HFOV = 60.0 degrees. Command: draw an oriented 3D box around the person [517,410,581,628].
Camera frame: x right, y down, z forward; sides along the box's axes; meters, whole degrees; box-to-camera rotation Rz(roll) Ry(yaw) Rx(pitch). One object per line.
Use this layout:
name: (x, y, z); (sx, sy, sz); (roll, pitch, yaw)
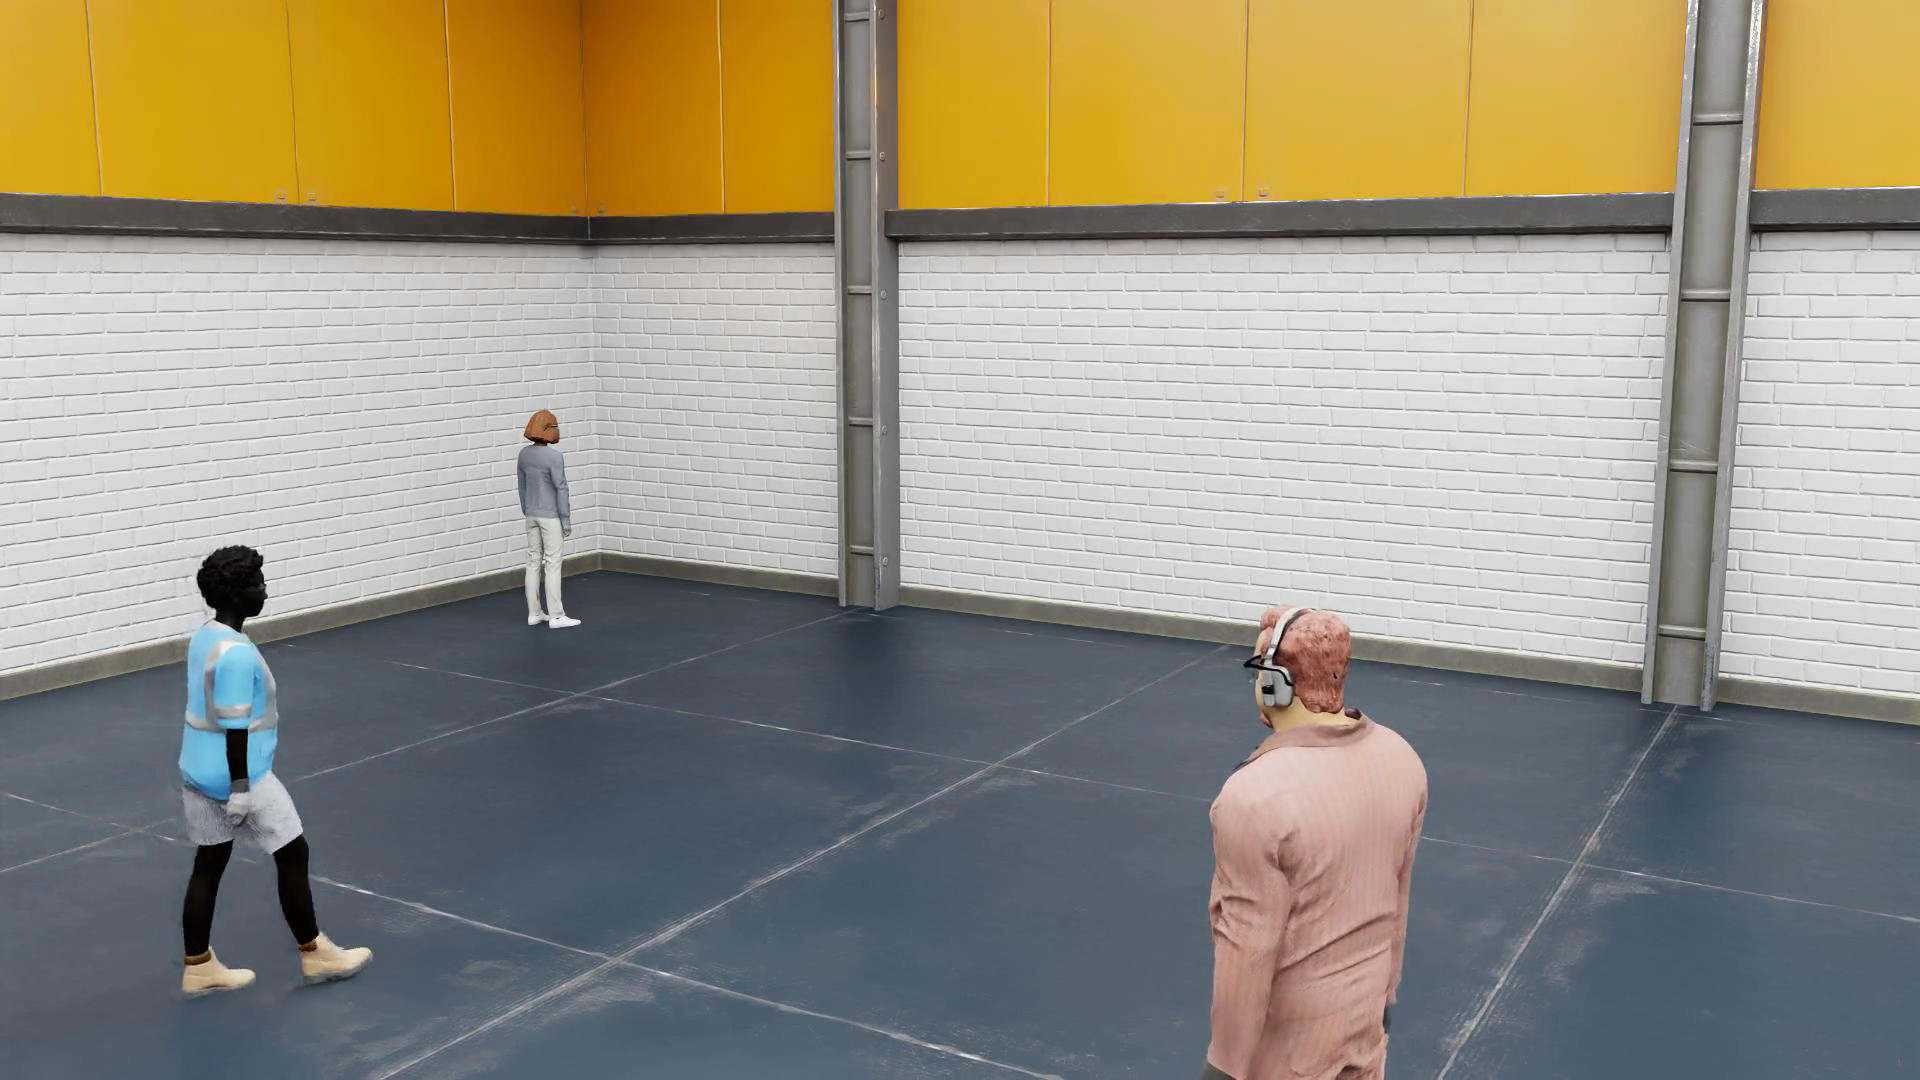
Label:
person: (-3.100, -0.156, 12.465); (0.500, 1.633, 0.280); (6, 11, 35)

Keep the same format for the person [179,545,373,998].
person: (-2.555, 0.842, 6.131); (0.739, 1.670, 0.538); (-7, 12, -39)

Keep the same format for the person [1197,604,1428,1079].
person: (0.774, 1.088, 3.852); (0.652, 1.904, 0.403); (-8, 12, -40)
